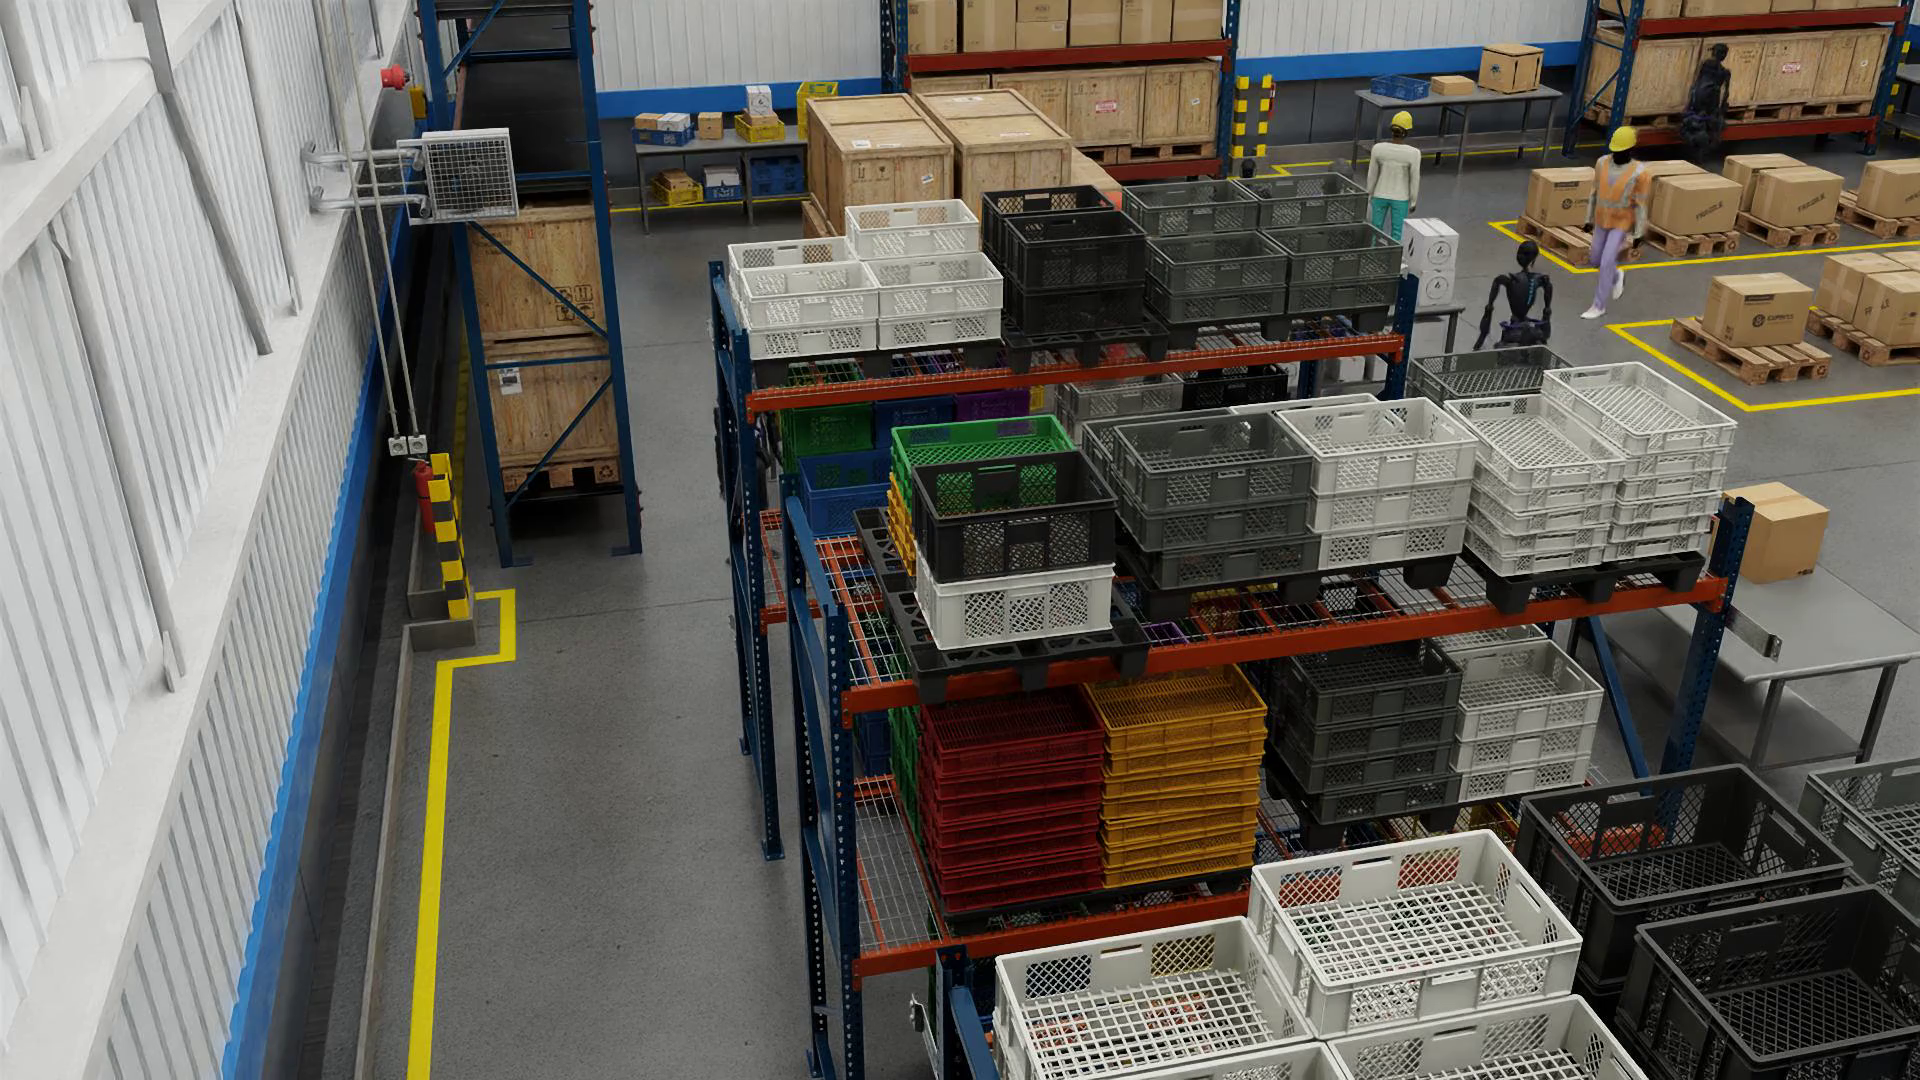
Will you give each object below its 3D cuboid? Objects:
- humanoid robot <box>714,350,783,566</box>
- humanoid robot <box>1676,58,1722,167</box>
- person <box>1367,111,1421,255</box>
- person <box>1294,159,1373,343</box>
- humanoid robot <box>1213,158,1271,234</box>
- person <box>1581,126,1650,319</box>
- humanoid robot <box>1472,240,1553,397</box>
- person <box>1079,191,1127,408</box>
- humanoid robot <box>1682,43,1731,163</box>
[{"bbox_3d":[-1.481,-0.576,11.625,0.323,1.645,0.596,20,34,33],"label":"humanoid robot"},{"bbox_3d":[8.809,-4.933,19.918,0.641,1.638,0.598,-3,28,-5],"label":"humanoid robot"},{"bbox_3d":[4.445,-3.521,17.119,0.532,1.766,0.324,14,31,25],"label":"person"},{"bbox_3d":[3.256,-2.335,14.579,0.686,2.000,0.536,-2,28,-4],"label":"person"},{"bbox_3d":[2.697,-2.833,15.906,0.579,1.651,0.307,6,28,11],"label":"humanoid robot"},{"bbox_3d":[6.431,-3.124,16.236,0.677,1.891,0.635,-18,33,-30],"label":"person"},{"bbox_3d":[4.584,-1.608,13.624,0.593,1.637,0.582,-6,28,-12],"label":"humanoid robot"},{"bbox_3d":[1.224,-1.917,13.834,0.618,1.992,0.394,16,32,27],"label":"person"},{"bbox_3d":[9.239,-5.309,20.610,0.401,1.651,0.617,-8,29,-15],"label":"humanoid robot"}]
